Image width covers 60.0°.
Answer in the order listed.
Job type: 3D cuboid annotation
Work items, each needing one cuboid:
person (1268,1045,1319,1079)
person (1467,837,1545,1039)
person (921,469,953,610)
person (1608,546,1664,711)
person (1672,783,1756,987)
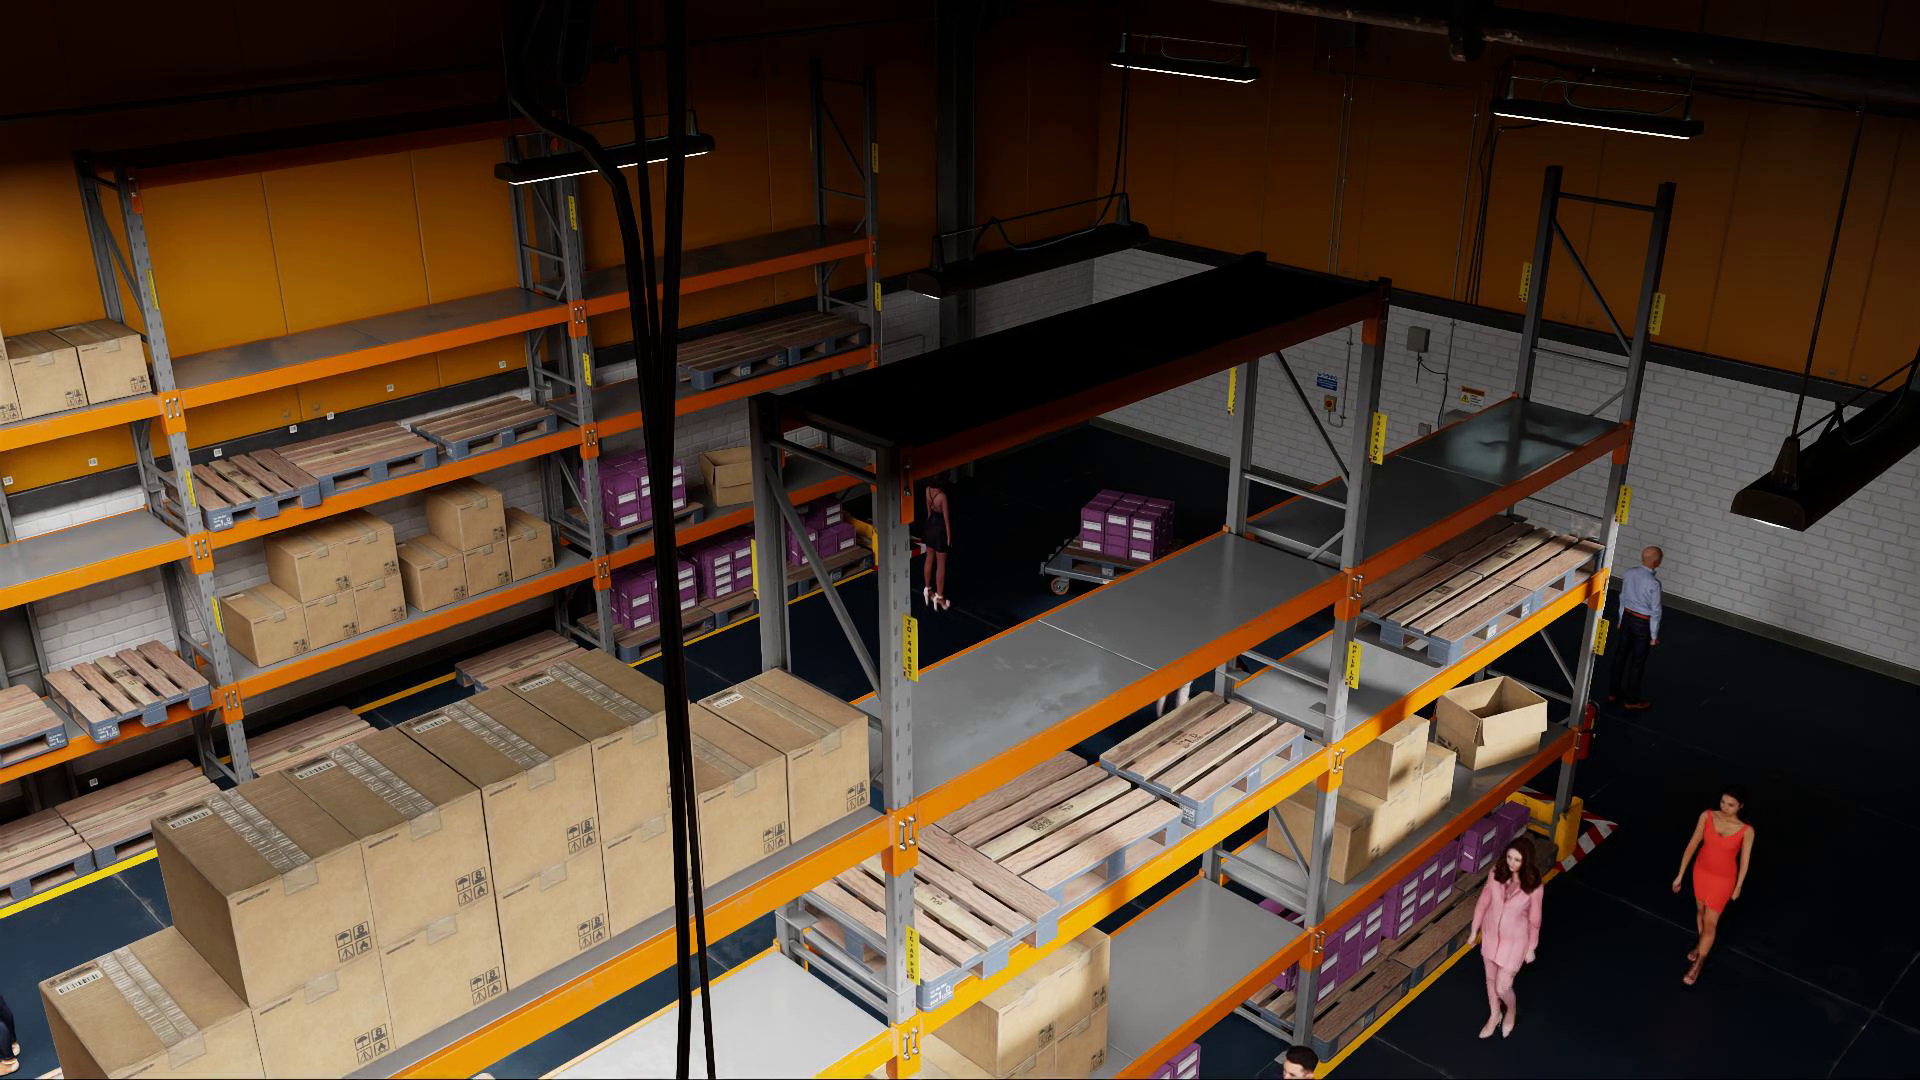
[{"bbox_3d":[2.028,3.853,10.248,0.544,1.850,0.608,-21,31,-39],"label":"person"},{"bbox_3d":[4.114,2.940,12.411,0.623,1.792,0.635,-19,30,-37],"label":"person"},{"bbox_3d":[-0.271,-0.060,19.280,0.546,1.786,0.552,-19,30,-37],"label":"person"},{"bbox_3d":[6.974,0.887,17.108,0.668,1.791,0.707,-12,26,-26],"label":"person"},{"bbox_3d":[6.018,2.647,13.201,0.827,1.694,0.609,-19,30,-37],"label":"person"}]
